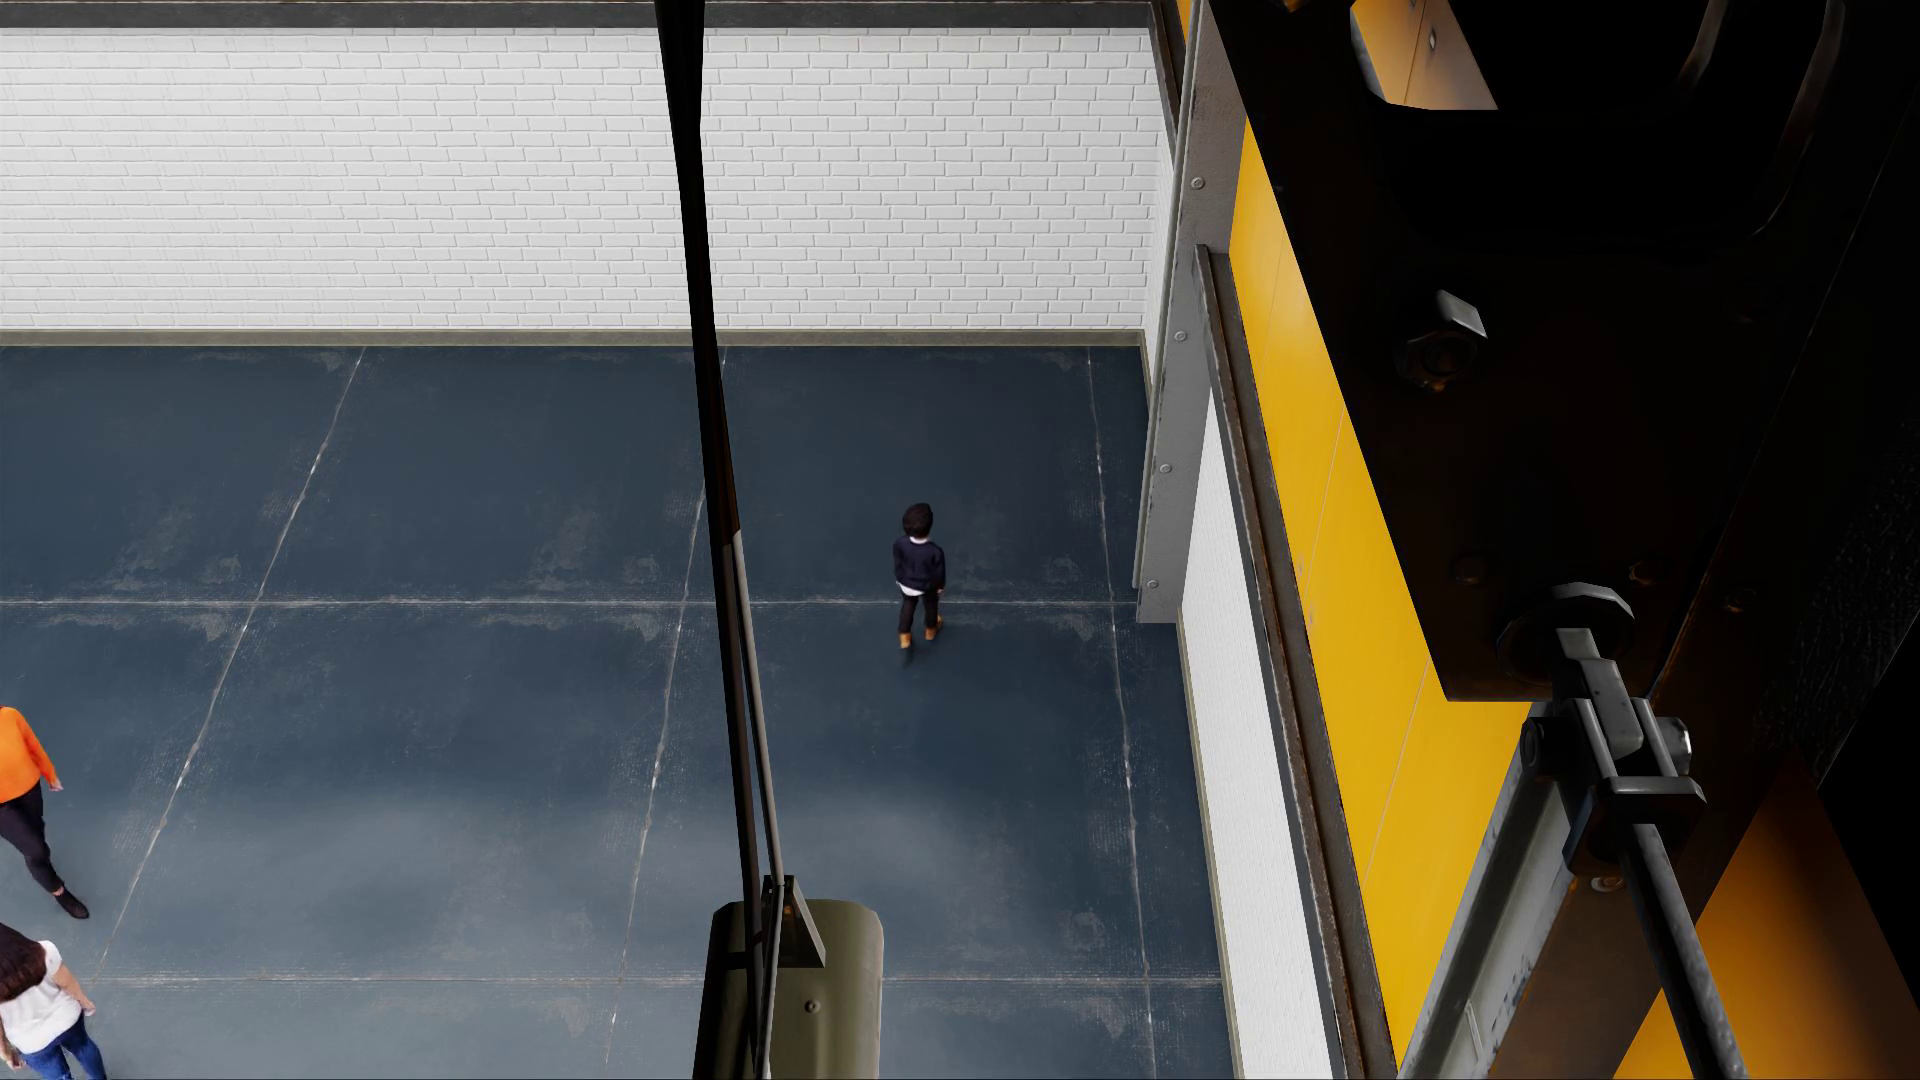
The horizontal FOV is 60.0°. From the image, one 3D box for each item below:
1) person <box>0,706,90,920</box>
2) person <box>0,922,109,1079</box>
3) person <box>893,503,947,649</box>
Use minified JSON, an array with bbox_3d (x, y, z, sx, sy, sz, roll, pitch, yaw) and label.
[{"bbox_3d":[-5.413,1.409,9.382,0.858,1.727,0.831,19,47,19],"label":"person"},{"bbox_3d":[-4.492,2.492,8.295,1.039,1.659,1.005,33,52,29],"label":"person"},{"bbox_3d":[-0.280,0.264,10.954,0.638,1.217,0.759,15,46,15],"label":"person"}]
